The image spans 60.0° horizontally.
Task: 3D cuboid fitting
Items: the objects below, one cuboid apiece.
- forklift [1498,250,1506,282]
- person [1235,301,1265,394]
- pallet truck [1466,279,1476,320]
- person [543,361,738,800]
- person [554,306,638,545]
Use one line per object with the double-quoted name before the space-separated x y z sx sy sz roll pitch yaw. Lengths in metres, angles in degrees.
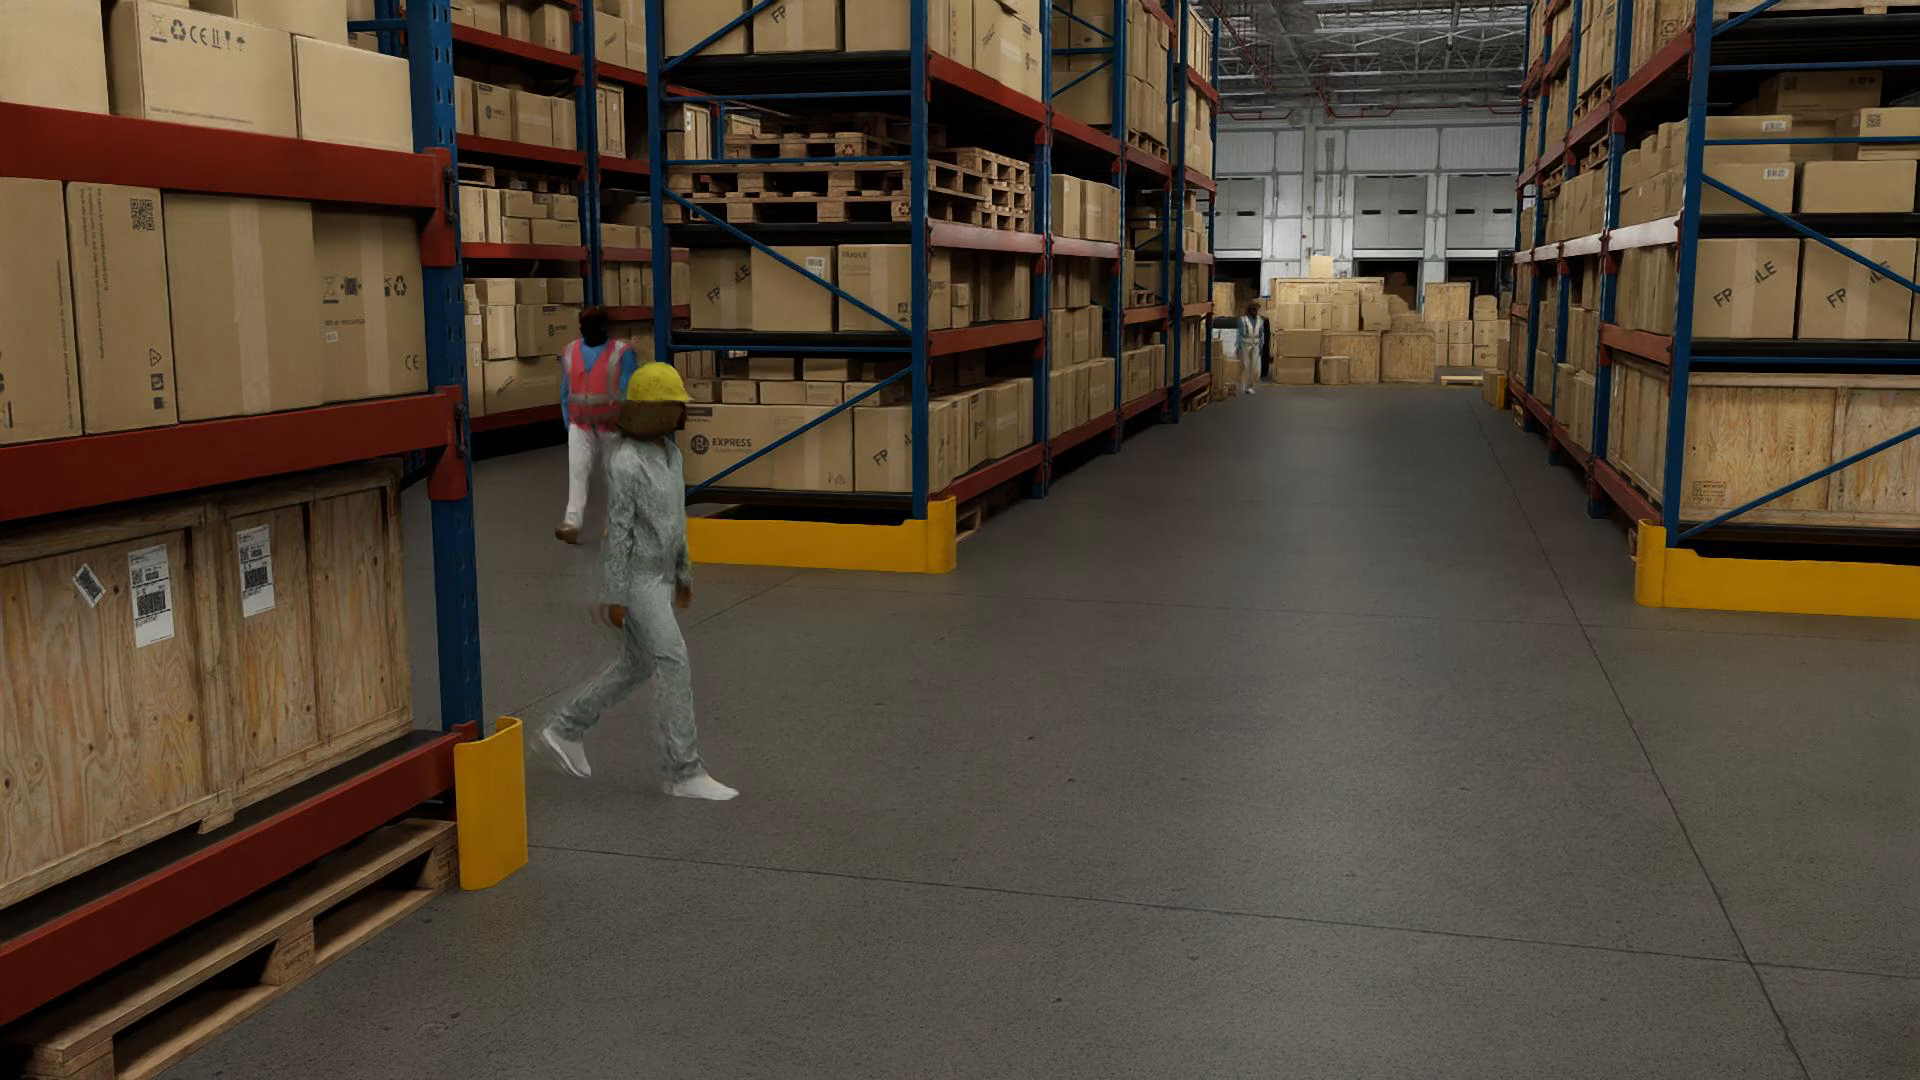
"forklift" 15.915 -6.937 47.846 1.129 2.768 1.873 1 9 8
"person" 5.063 -3.352 29.048 0.527 1.621 0.388 -3 9 -19
"pallet truck" 18.896 -8.459 60.307 1.885 1.965 0.823 5 10 31
"person" -1.284 0.150 6.513 0.820 1.710 0.495 2 9 13
"person" -2.788 -0.859 12.626 0.654 1.802 0.901 1 9 9
